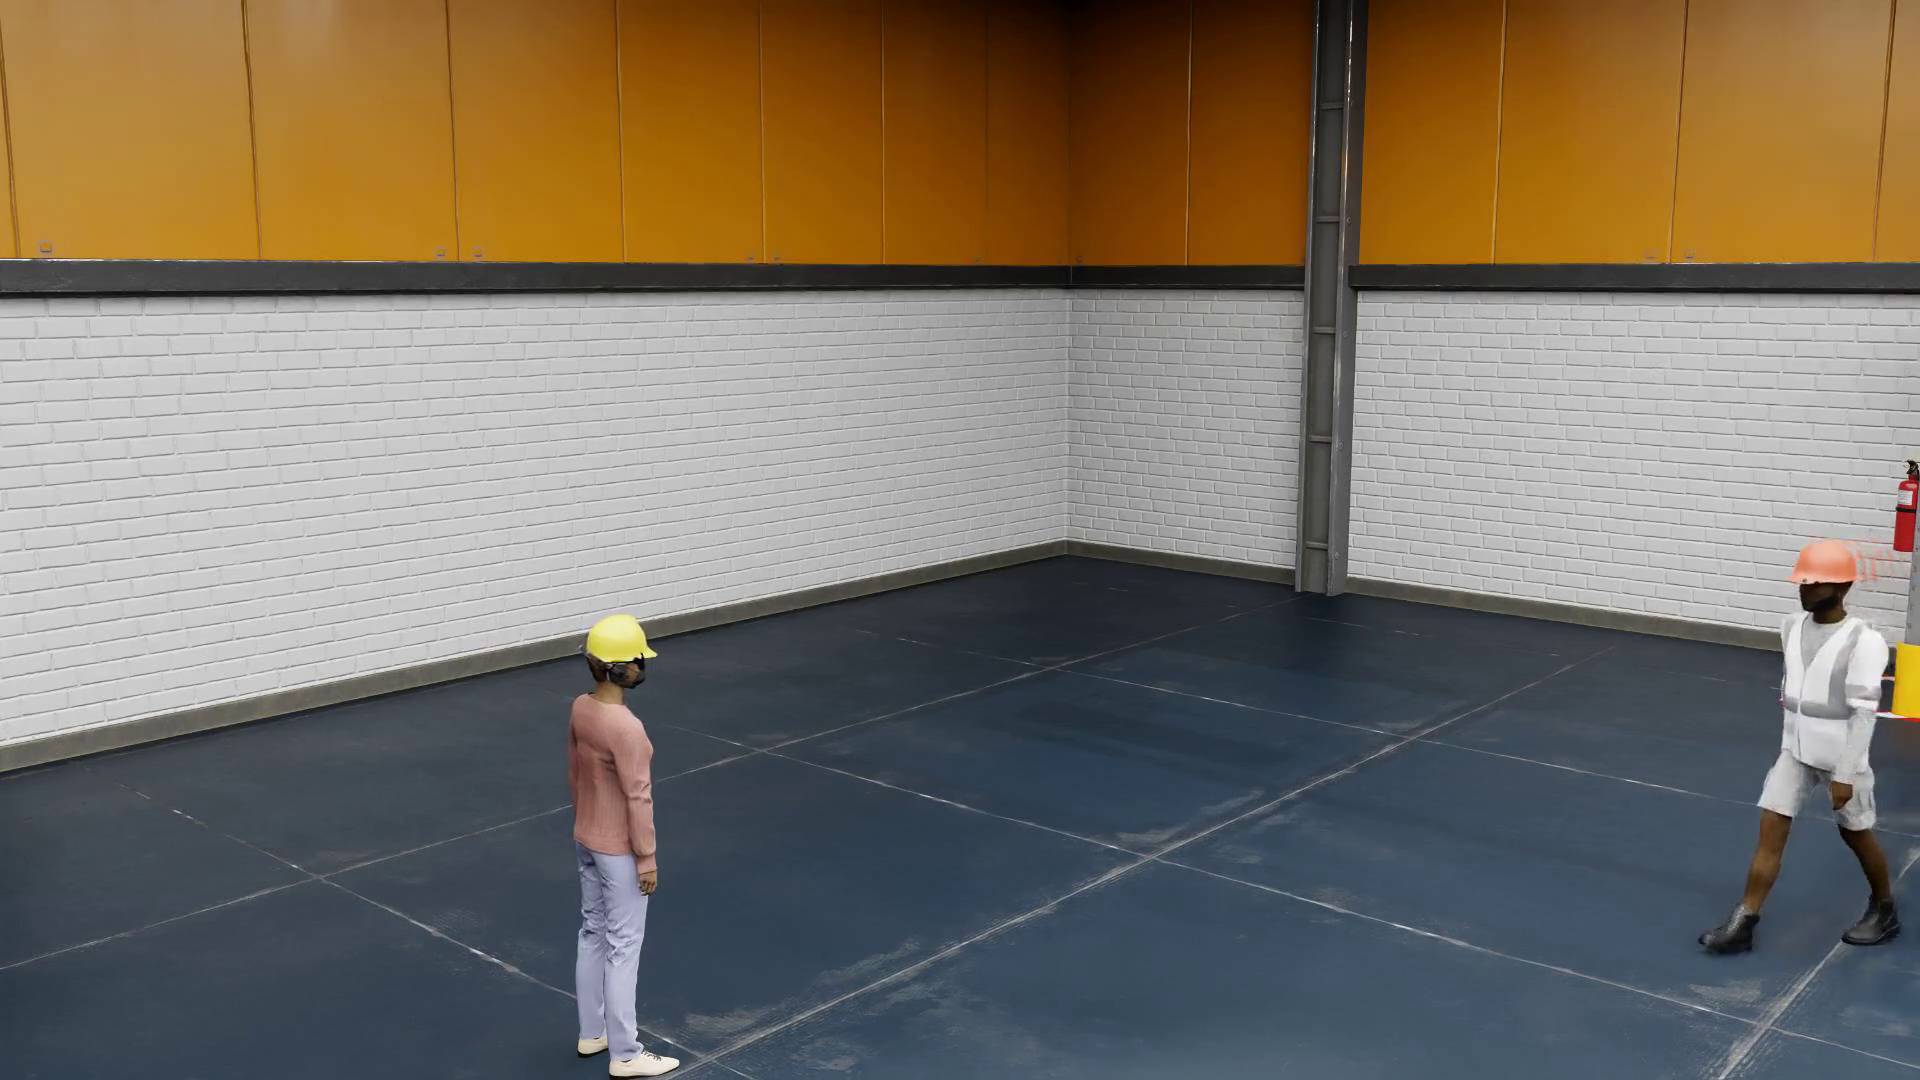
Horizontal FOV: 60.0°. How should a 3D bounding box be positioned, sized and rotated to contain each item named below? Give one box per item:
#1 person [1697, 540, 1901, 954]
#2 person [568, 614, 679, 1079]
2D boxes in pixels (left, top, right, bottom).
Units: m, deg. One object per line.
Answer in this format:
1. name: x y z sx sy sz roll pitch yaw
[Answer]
1. person: 3.843 0.928 7.406 1.038 1.883 0.559 -3 10 -19
2. person: -1.293 1.154 6.332 0.320 1.767 0.534 -7 11 -37
